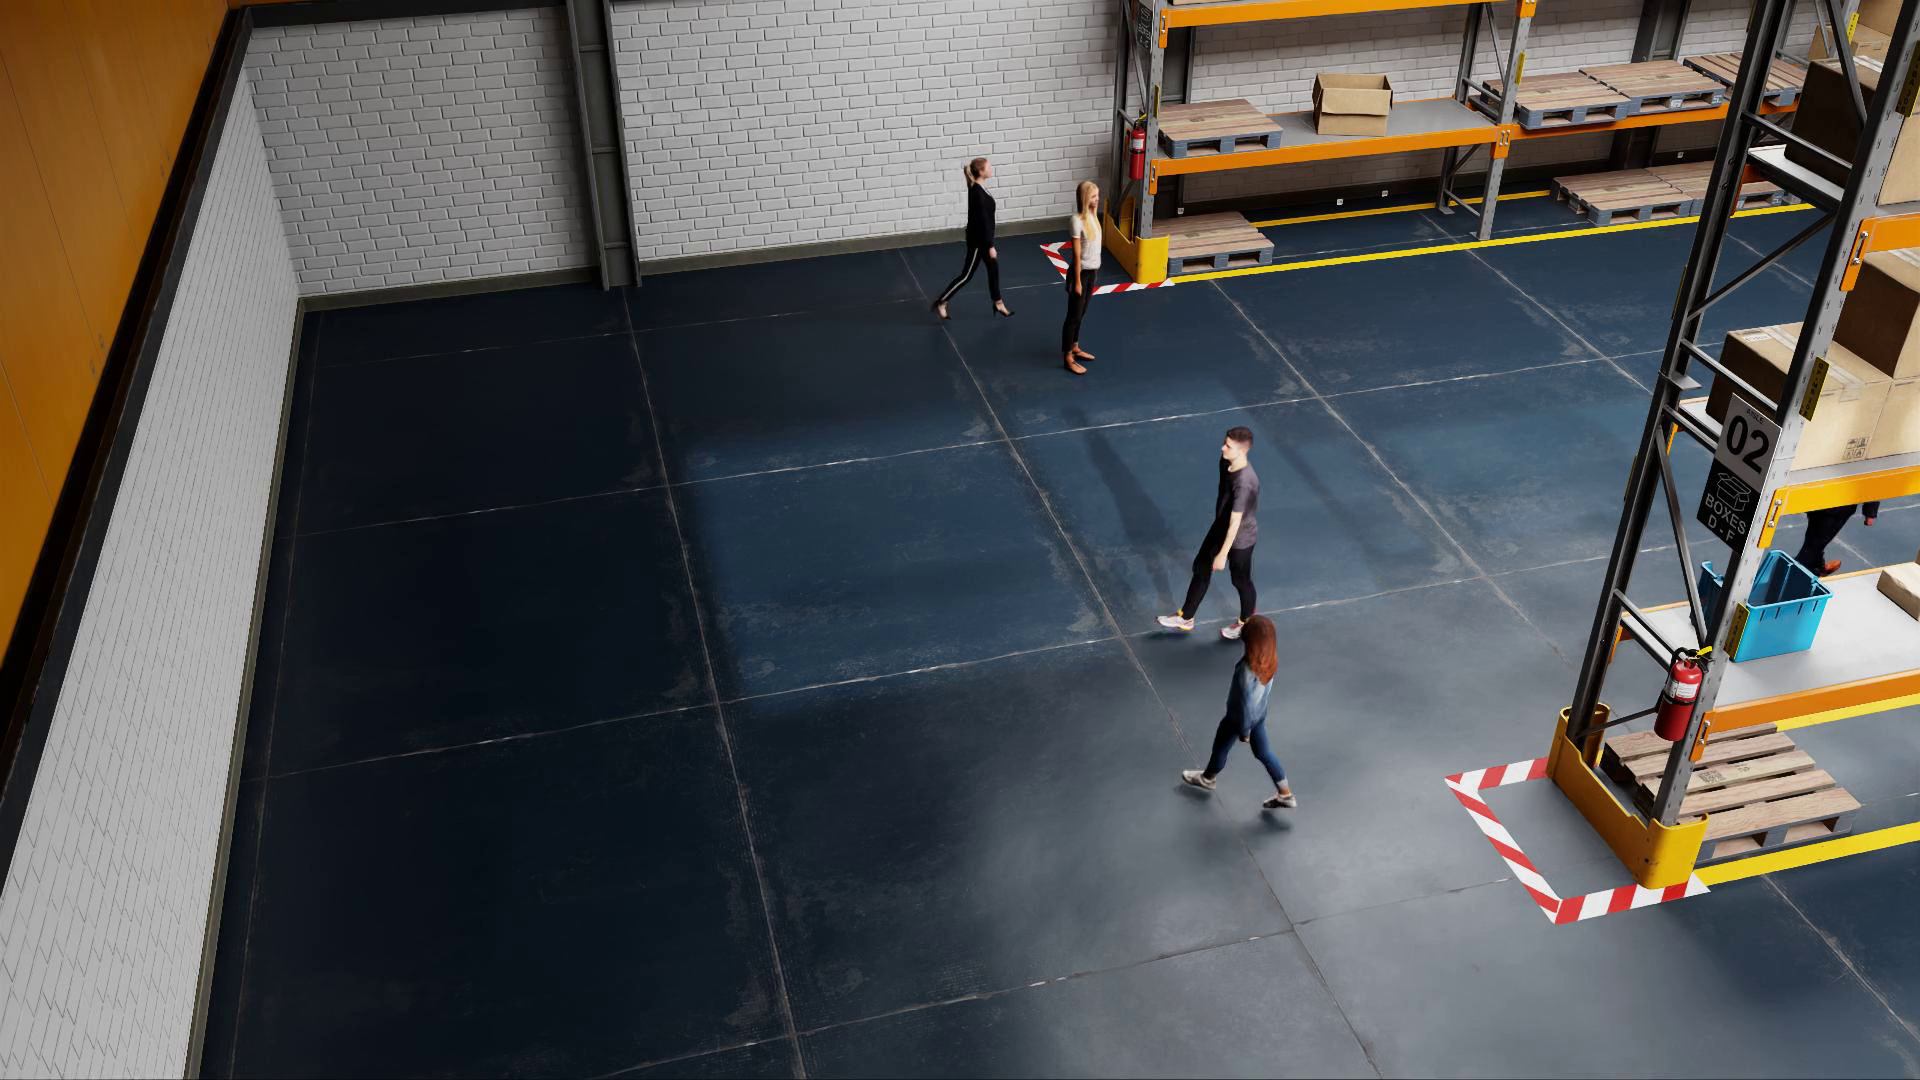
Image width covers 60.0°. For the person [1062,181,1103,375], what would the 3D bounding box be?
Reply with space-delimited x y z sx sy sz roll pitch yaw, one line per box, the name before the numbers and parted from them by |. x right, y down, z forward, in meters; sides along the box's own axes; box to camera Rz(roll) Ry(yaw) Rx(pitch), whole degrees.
person | 1.118 -2.453 15.406 0.722 1.825 0.694 12 36 18

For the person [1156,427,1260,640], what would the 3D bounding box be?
person | 2.023 -0.032 11.843 0.946 1.737 0.682 -7 34 -10

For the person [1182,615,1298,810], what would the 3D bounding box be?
person | 1.871 1.102 10.394 1.033 1.453 0.994 19 38 26

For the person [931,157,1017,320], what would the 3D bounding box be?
person | 0.093 -2.864 16.165 1.139 1.669 0.786 -1 34 -1
